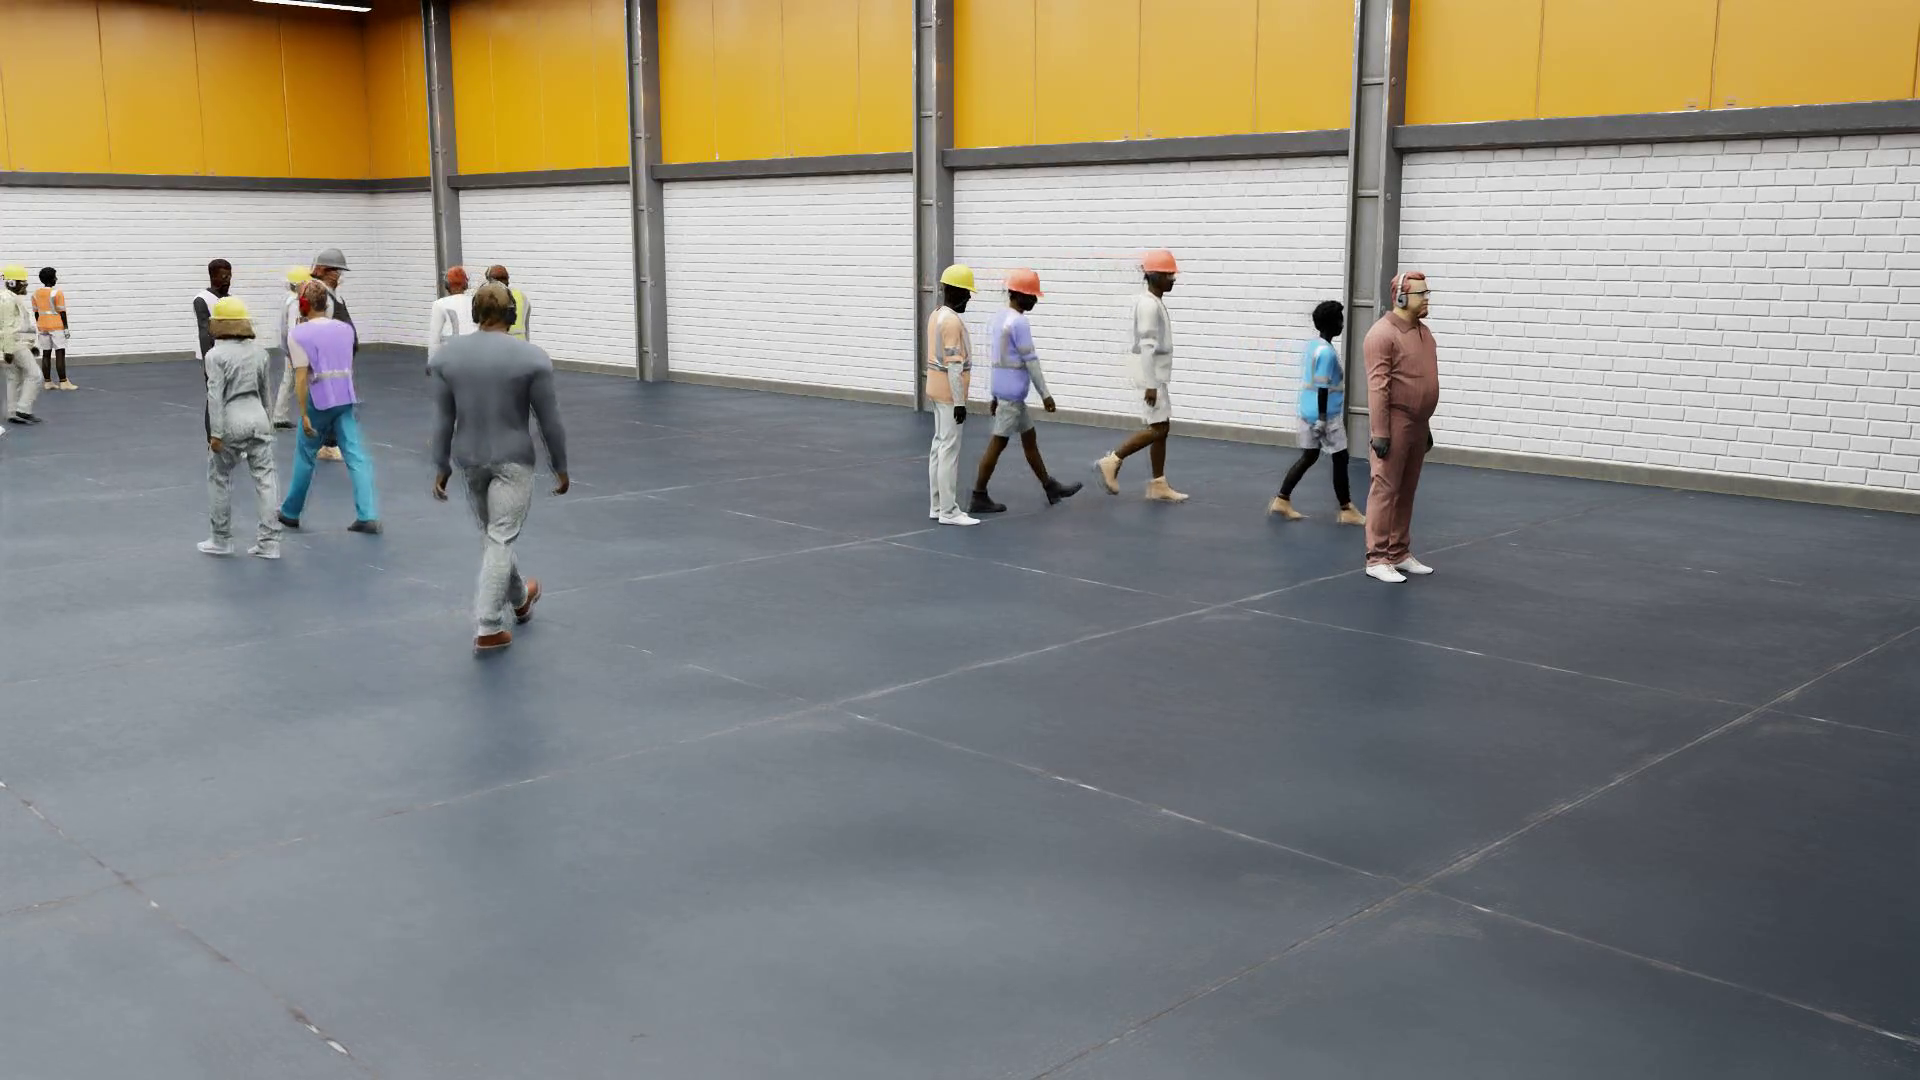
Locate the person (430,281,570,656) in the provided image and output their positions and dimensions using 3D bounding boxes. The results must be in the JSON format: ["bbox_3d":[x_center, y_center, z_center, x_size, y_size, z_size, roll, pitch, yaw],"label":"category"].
[{"bbox_3d":[-2.374,-0.404,8.746,0.658,1.884,1.014,2,11,8],"label":"person"}]

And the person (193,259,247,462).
[{"bbox_3d":[-6.980,-1.689,15.702,0.390,1.913,0.588,1,10,3],"label":"person"}]

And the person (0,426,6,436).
[{"bbox_3d":[-9.765,-1.791,16.435,0.409,1.849,0.532,0,10,-1],"label":"person"}]

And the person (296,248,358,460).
[{"bbox_3d":[-5.965,-1.766,15.774,0.598,2.000,0.725,-1,10,-6],"label":"person"}]

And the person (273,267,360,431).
[{"bbox_3d":[-7.120,-2.080,18.174,0.916,1.779,0.621,-5,12,-25],"label":"person"}]

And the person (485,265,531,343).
[{"bbox_3d":[-4.639,-1.863,16.867,0.429,1.838,0.621,7,13,35],"label":"person"}]

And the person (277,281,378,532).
[{"bbox_3d":[-4.607,-0.953,11.990,0.981,1.798,0.564,7,12,32],"label":"person"}]

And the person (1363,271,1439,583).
[{"bbox_3d":[2.759,-0.703,10.331,0.407,1.913,0.641,9,14,41],"label":"person"}]

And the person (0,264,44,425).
[{"bbox_3d":[-10.554,-2.183,18.695,0.488,1.808,0.588,-6,12,-30],"label":"person"}]

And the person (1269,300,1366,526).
[{"bbox_3d":[2.679,-0.939,12.284,0.744,1.666,0.532,0,10,0],"label":"person"}]

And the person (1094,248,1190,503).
[{"bbox_3d":[1.481,-1.290,13.208,0.665,2.030,0.621,3,11,14],"label":"person"}]

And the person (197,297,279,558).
[{"bbox_3d":[-4.842,-0.744,11.047,0.712,1.718,0.506,6,12,30],"label":"person"}]

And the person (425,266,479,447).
[{"bbox_3d":[-4.869,-1.732,16.173,0.899,1.853,0.572,7,12,32],"label":"person"}]

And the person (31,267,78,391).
[{"bbox_3d":[-12.459,-2.890,22.840,0.529,1.697,0.321,3,11,17],"label":"person"}]

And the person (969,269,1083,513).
[{"bbox_3d":[0.503,-1.139,12.832,0.984,1.869,0.539,-2,11,-11],"label":"person"}]

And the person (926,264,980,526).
[{"bbox_3d":[-0.055,-1.068,12.306,0.382,1.917,0.585,-2,11,-13],"label":"person"}]
